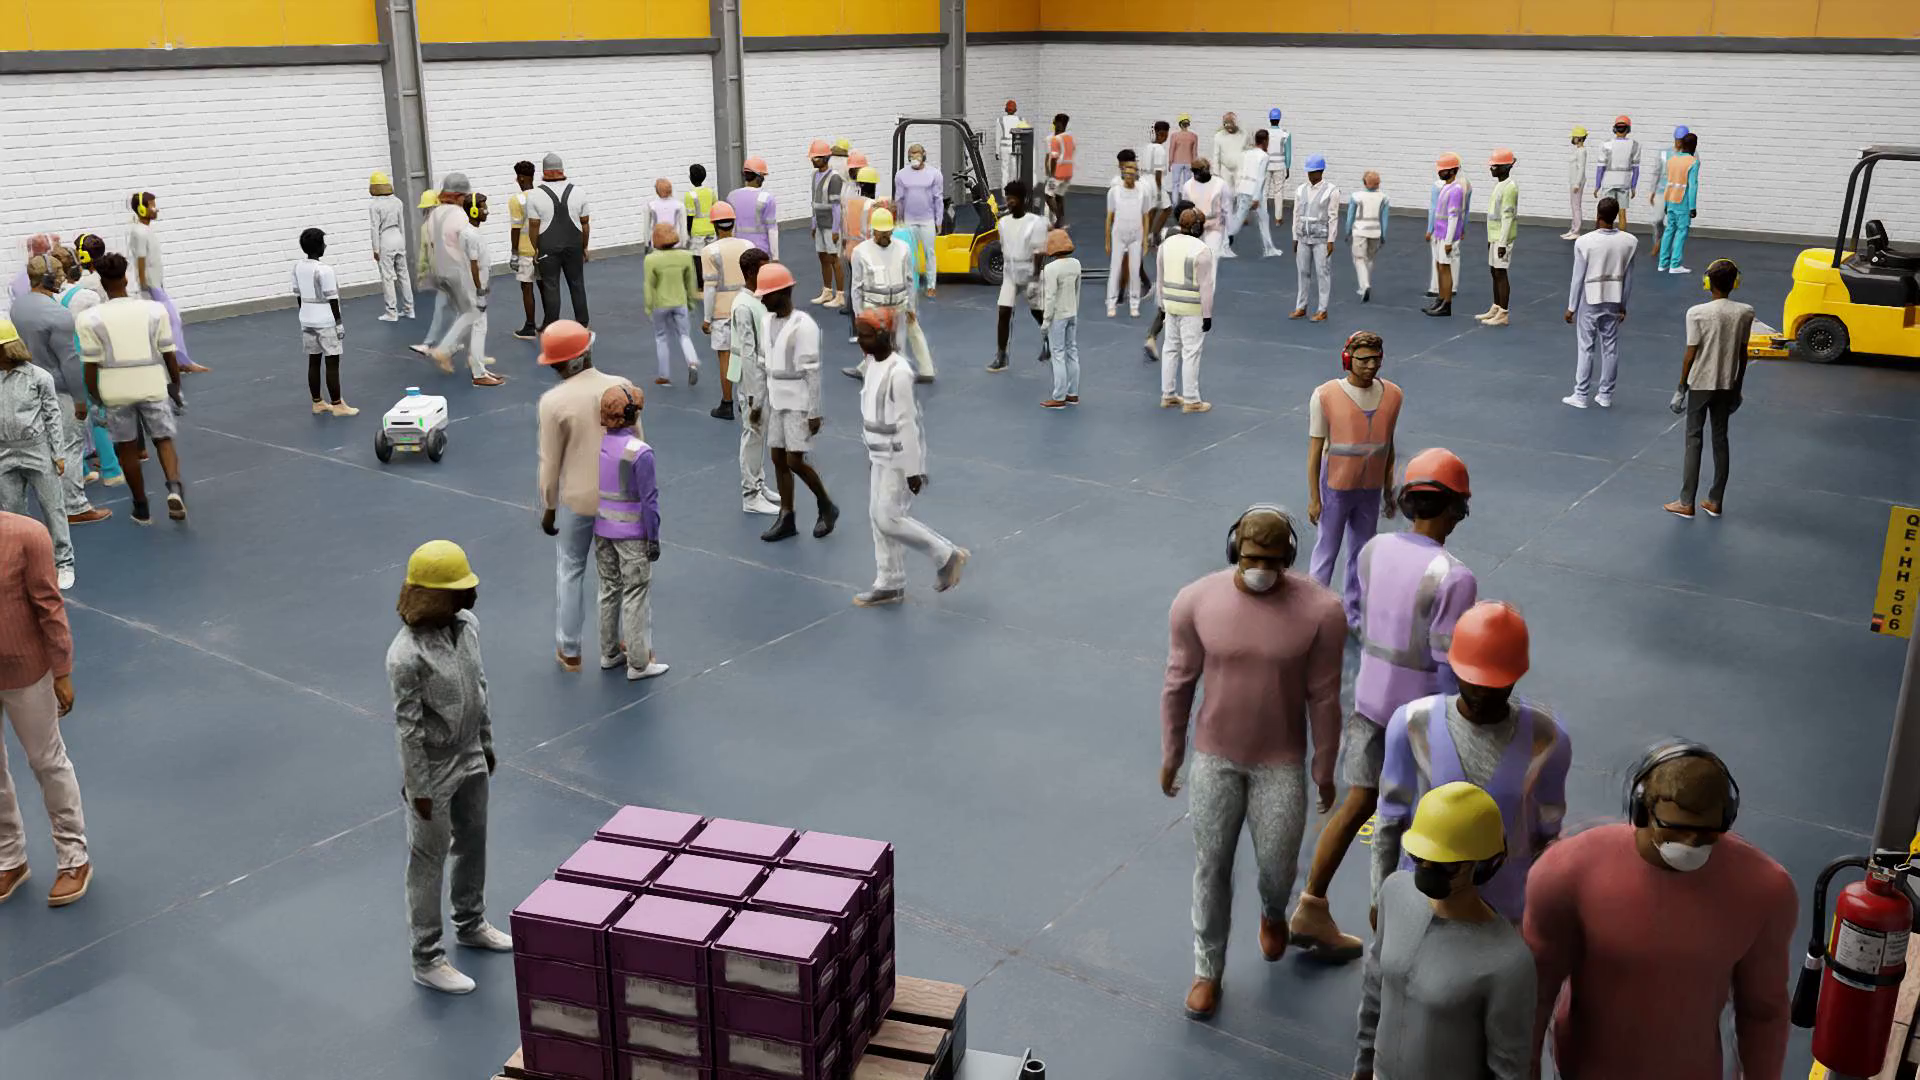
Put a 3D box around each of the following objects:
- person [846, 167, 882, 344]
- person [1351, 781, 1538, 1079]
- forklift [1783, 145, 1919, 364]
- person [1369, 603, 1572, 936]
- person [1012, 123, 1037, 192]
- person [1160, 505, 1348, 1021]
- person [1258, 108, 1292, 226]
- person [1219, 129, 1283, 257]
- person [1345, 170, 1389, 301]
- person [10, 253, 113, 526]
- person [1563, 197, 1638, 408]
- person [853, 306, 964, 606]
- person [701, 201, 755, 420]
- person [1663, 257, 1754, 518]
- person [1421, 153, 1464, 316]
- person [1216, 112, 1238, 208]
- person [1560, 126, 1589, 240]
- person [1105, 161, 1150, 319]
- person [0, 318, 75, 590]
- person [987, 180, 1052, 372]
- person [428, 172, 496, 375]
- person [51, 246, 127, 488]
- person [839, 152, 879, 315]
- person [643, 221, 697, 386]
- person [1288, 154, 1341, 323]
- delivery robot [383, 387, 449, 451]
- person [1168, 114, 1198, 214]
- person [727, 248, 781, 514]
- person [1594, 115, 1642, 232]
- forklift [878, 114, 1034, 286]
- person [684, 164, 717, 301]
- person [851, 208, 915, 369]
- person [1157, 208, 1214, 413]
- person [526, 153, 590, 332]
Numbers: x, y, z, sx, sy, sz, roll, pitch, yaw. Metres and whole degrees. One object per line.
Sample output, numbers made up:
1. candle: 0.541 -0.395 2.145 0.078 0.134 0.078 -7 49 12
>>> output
1. person: -0.982 -3.107 18.180 0.570 1.905 0.630 -14 22 -37
2. person: 1.196 1.424 4.242 0.306 1.772 0.527 -10 20 -28
3. forklift: 9.803 -2.879 17.013 2.313 2.155 1.214 12 21 33
4. person: 1.559 1.057 5.167 0.547 1.918 0.700 5 18 15
5. person: 1.000 -5.397 25.403 0.441 1.883 0.645 7 19 22
6. person: 1.038 0.775 6.020 0.655 1.922 0.542 5 18 16
7. person: 5.286 -6.296 28.099 0.616 1.948 0.393 5 18 16
8. person: 4.294 -5.092 24.492 1.022 1.863 0.615 -8 19 -24
9. person: 5.128 -3.834 20.933 0.518 1.616 0.738 -2 18 -6
10. person: -6.354 -1.048 11.723 0.635 1.929 0.381 11 21 32
11. person: 5.845 -2.160 15.209 0.590 1.920 0.399 -2 18 -6
12. person: -0.347 -0.504 10.126 0.608 1.864 0.590 -6 19 -17
13. person: -2.061 -2.035 14.806 0.542 1.928 0.374 -13 22 -36
14. person: 5.359 -1.078 11.915 0.512 1.866 0.330 -2 18 -6
15. person: 5.758 -3.624 19.789 0.390 1.925 0.554 1 18 3
16. person: 4.707 -6.675 29.528 0.442 1.805 0.777 -10 20 -29
17. person: 9.762 -5.658 26.396 0.329 1.767 0.528 5 18 14
18. person: 1.972 -3.531 19.656 0.522 1.836 0.406 1 18 2
19. person: -5.852 -0.523 10.374 0.493 1.743 0.311 -3 18 -8
20. person: 0.658 -2.709 16.948 0.599 1.919 1.020 12 21 32
21. person: -5.042 -2.684 16.653 0.690 2.000 0.781 16 24 40
22. person: -6.680 -1.301 12.642 0.506 1.845 0.342 2 18 7
23. person: -1.205 -3.621 19.748 0.544 1.939 0.354 16 23 40
24. person: -2.771 -2.248 15.976 0.516 1.612 0.603 -10 20 -28
25. person: 4.135 -3.527 19.460 0.598 1.940 0.407 17 24 42
26. delivery robot: -4.472 -1.013 13.674 0.477 0.478 0.707 0 18 0
27. person: 3.983 -6.728 29.769 0.533 1.754 0.342 -3 18 -10
28. person: -1.484 -1.154 12.064 0.391 1.920 0.593 0 18 1
29. person: 9.798 -5.305 24.867 0.610 2.031 0.407 3 18 10
30. forklift: -0.171 -4.594 22.377 2.313 2.155 1.214 1 18 3
31. person: -3.249 -3.849 20.849 0.320 1.698 0.531 12 21 32
32. person: -0.702 -2.153 15.352 0.606 1.818 0.403 -7 19 -20
33. person: 2.065 -2.085 15.101 0.429 1.841 0.634 -13 22 -35
34. person: -4.468 -3.273 18.494 0.688 2.000 0.536 -9 20 -26
